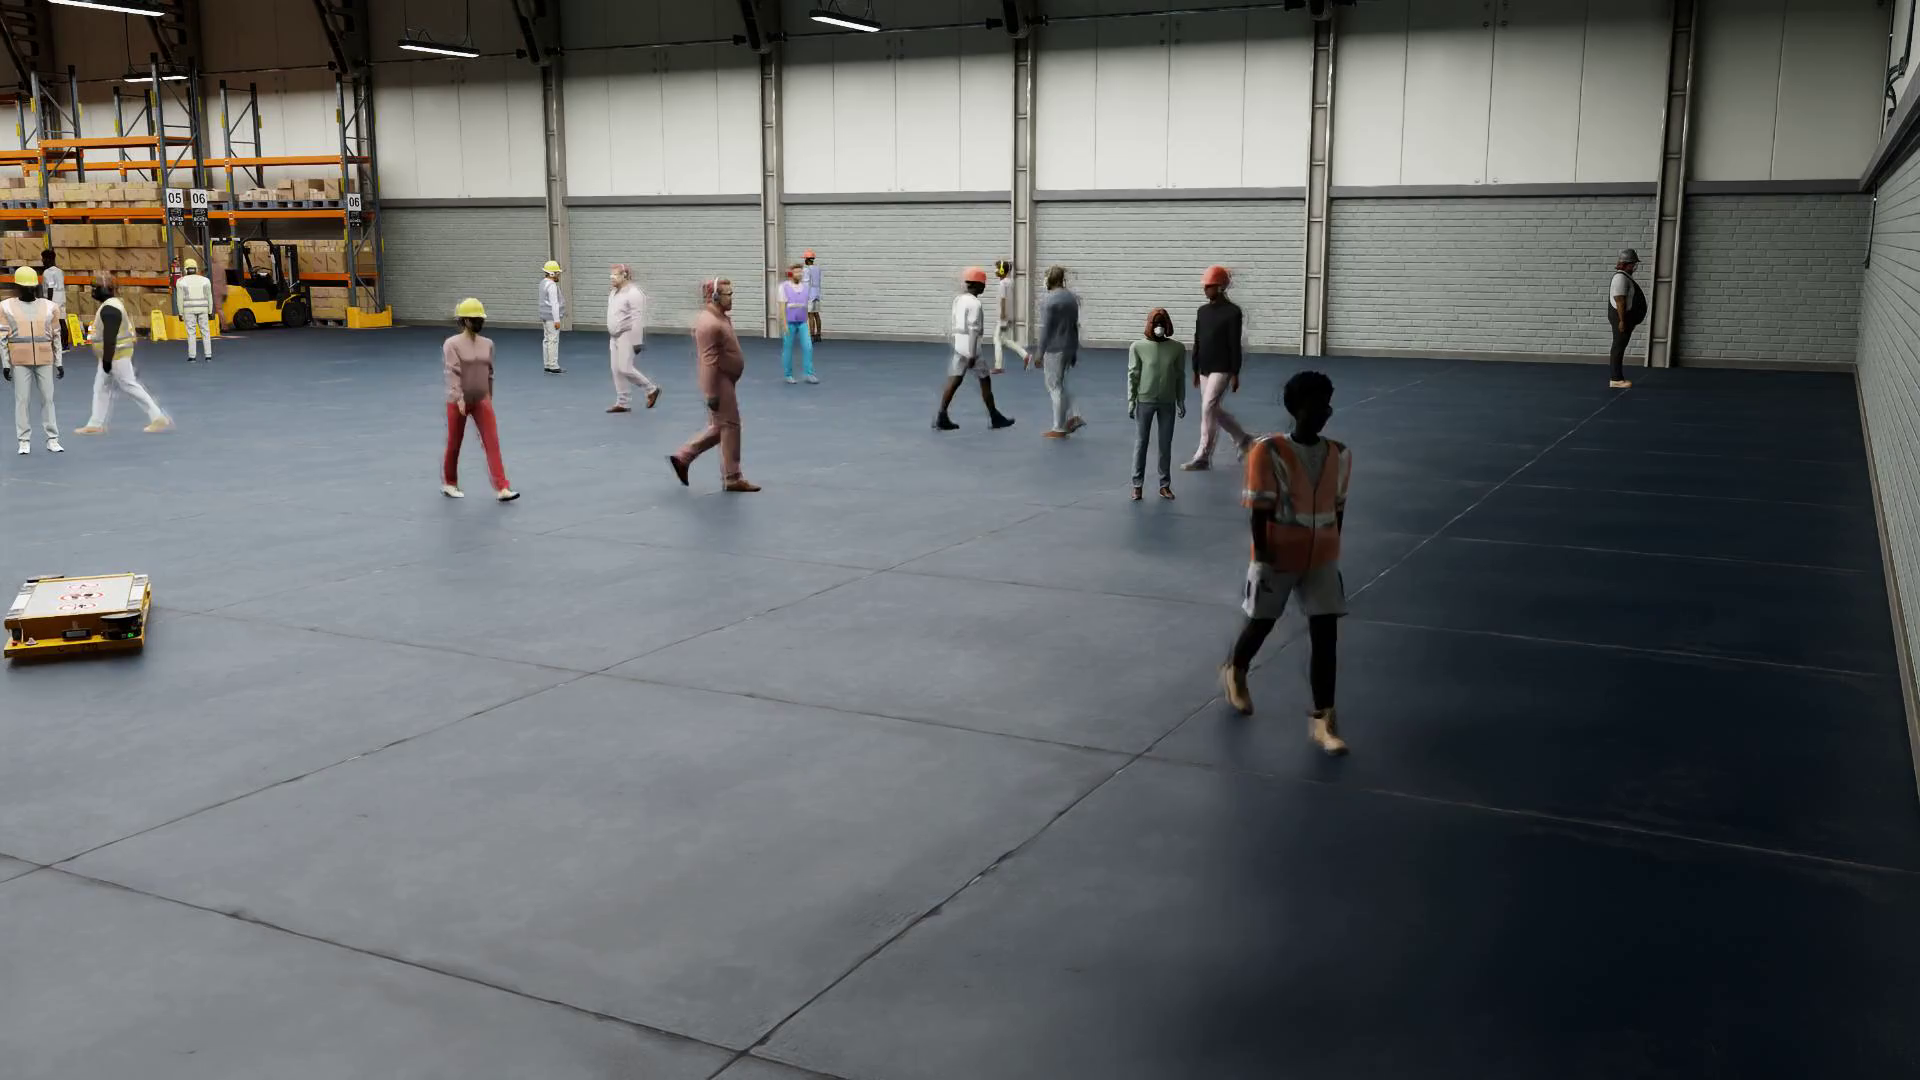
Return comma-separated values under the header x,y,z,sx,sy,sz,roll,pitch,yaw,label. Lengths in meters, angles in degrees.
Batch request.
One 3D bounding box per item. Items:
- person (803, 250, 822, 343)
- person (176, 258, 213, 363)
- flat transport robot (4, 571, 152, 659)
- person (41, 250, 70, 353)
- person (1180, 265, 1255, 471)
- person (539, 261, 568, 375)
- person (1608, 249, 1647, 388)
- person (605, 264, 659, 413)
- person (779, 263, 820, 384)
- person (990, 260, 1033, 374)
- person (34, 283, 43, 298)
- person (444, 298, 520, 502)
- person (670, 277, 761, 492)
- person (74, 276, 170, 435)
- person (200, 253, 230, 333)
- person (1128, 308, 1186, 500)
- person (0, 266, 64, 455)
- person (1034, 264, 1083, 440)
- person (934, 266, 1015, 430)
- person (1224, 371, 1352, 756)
x,y,z,sx,sy,sz,roll,pitch,yaw,label
-3.126,-5.097,34.817,0.375,1.939,0.546,6,12,31,person
-13.519,-4.049,29.392,0.589,1.833,0.404,-8,13,-38,person
-4.967,0.395,9.413,0.652,0.197,1.431,-4,11,-23,flat transport robot
-17.307,-4.556,31.790,0.370,1.966,0.608,-1,10,-5,person
2.515,-1.662,16.027,0.886,1.966,0.629,-6,12,-28,person
-6.590,-3.593,26.908,0.403,1.830,0.601,-6,12,-31,person
9.890,-3.287,24.668,0.538,2.000,0.683,4,11,22,person
-4.195,-2.546,21.055,0.557,1.892,0.649,-8,13,-37,person
-2.424,-3.241,25.031,0.574,1.817,0.798,-8,13,-37,person
0.785,-3.593,26.886,0.698,1.853,0.523,3,11,15,person
-24.765,-6.871,44.563,0.405,1.918,0.582,5,11,24,person
-4.112,-1.175,14.045,0.929,1.716,0.518,9,14,41,person
-2.158,-1.351,14.540,0.737,1.881,0.653,-1,10,-3,person
-9.509,-2.085,18.802,0.962,1.802,0.640,-6,12,-28,person
-17.294,-5.708,38.375,0.988,1.845,0.671,3,11,18,person
1.674,-1.155,14.151,0.504,1.632,0.269,-1,10,-6,person
-9.562,-1.850,17.150,0.587,1.926,0.368,-8,13,-38,person
1.054,-2.053,18.271,0.426,1.926,0.644,6,12,29,person
0.134,-2.211,19.234,0.992,1.884,0.563,-5,11,-25,person
1.477,0.059,7.453,0.523,1.664,0.860,-3,11,-14,person
